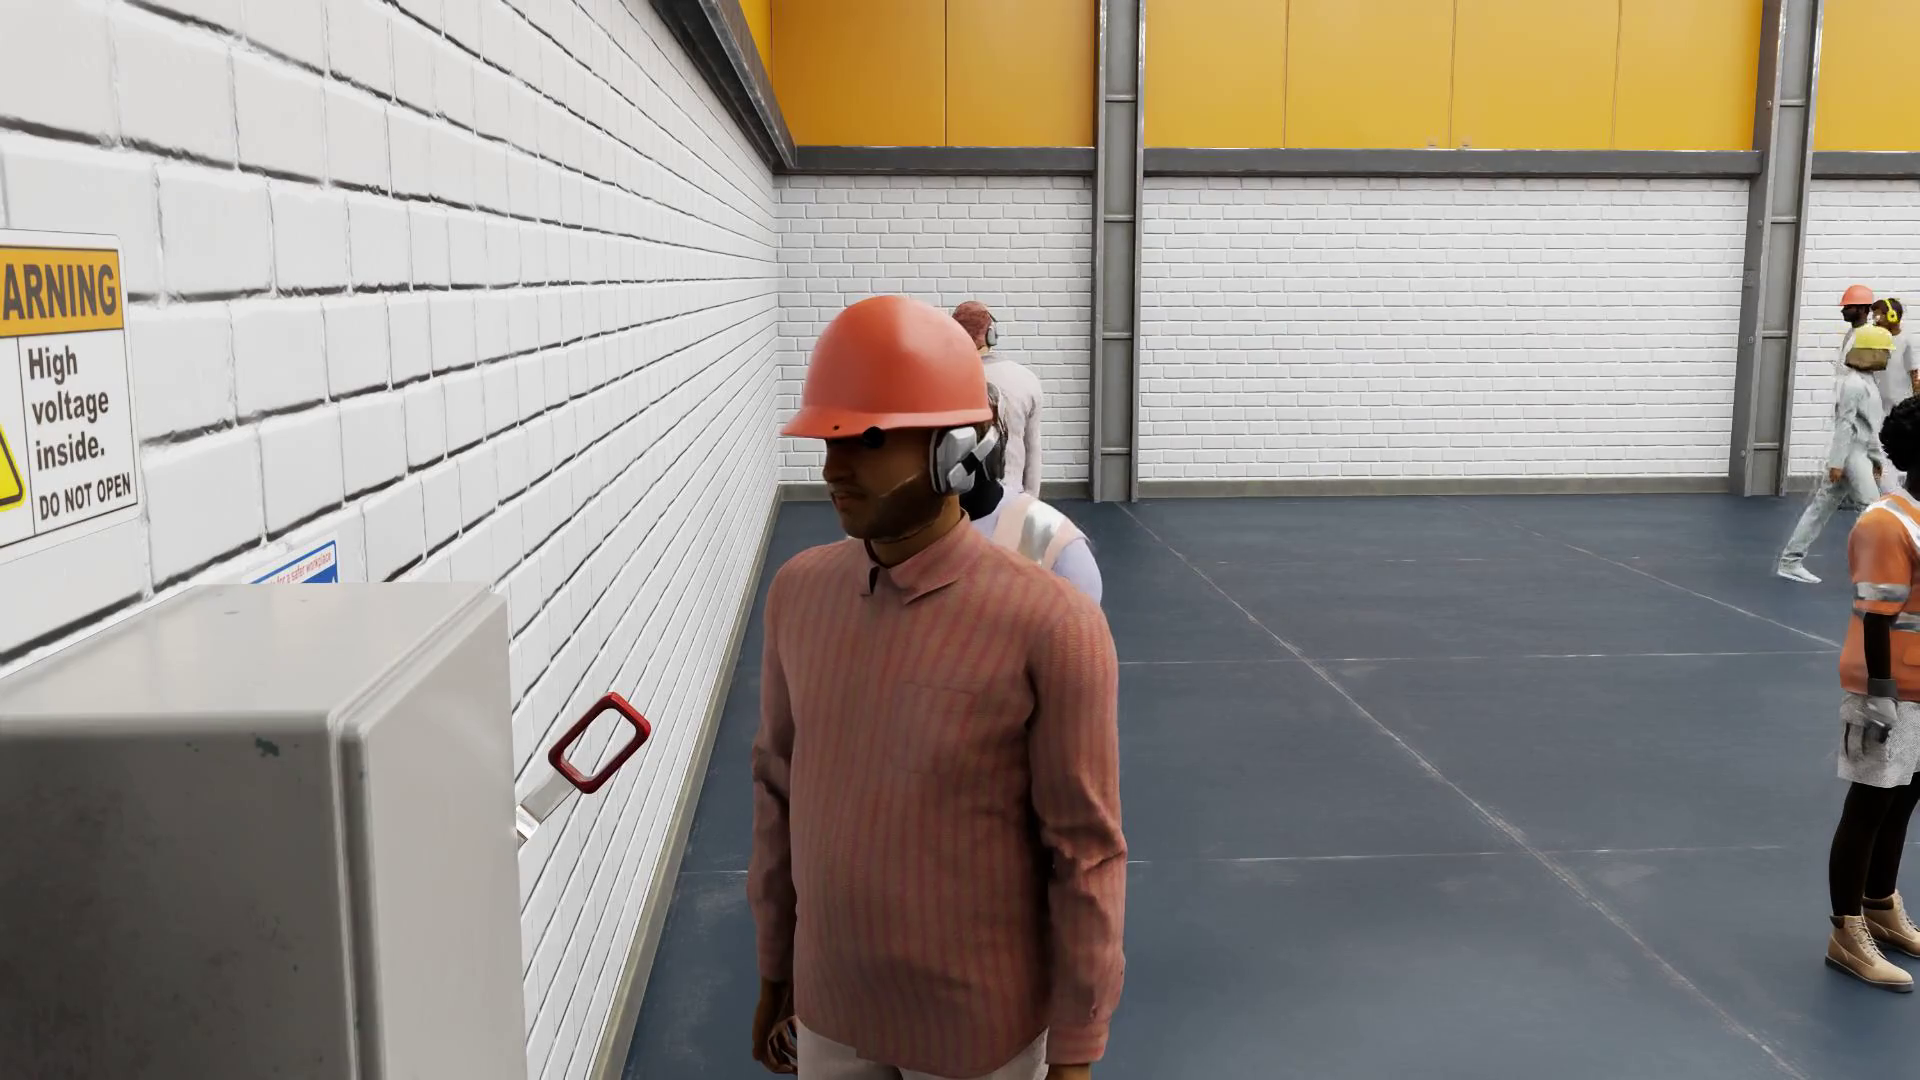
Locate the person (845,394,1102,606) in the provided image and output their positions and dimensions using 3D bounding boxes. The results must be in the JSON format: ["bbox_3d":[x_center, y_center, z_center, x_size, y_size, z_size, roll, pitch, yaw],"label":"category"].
[{"bbox_3d":[0.009,0.529,3.784,0.634,1.808,0.927,5,10,28],"label":"person"}]

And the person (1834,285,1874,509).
[{"bbox_3d":[7.722,-1.231,14.414,0.361,1.938,0.545,1,9,7],"label":"person"}]

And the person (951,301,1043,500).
[{"bbox_3d":[0.063,-0.158,7.784,0.642,1.905,0.399,-3,10,-18],"label":"person"}]

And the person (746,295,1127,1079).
[{"bbox_3d":[-0.070,0.657,2.374,0.625,1.992,0.389,7,11,36],"label":"person"}]

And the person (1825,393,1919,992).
[{"bbox_3d":[2.722,0.421,4.783,0.535,1.700,0.318,-8,12,-39],"label":"person"}]

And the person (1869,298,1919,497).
[{"bbox_3d":[7.630,-1.071,13.722,0.552,1.834,0.567,0,9,-3],"label":"person"}]

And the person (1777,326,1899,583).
[{"bbox_3d":[5.807,-0.523,10.718,0.949,1.688,0.502,6,11,34],"label":"person"}]
